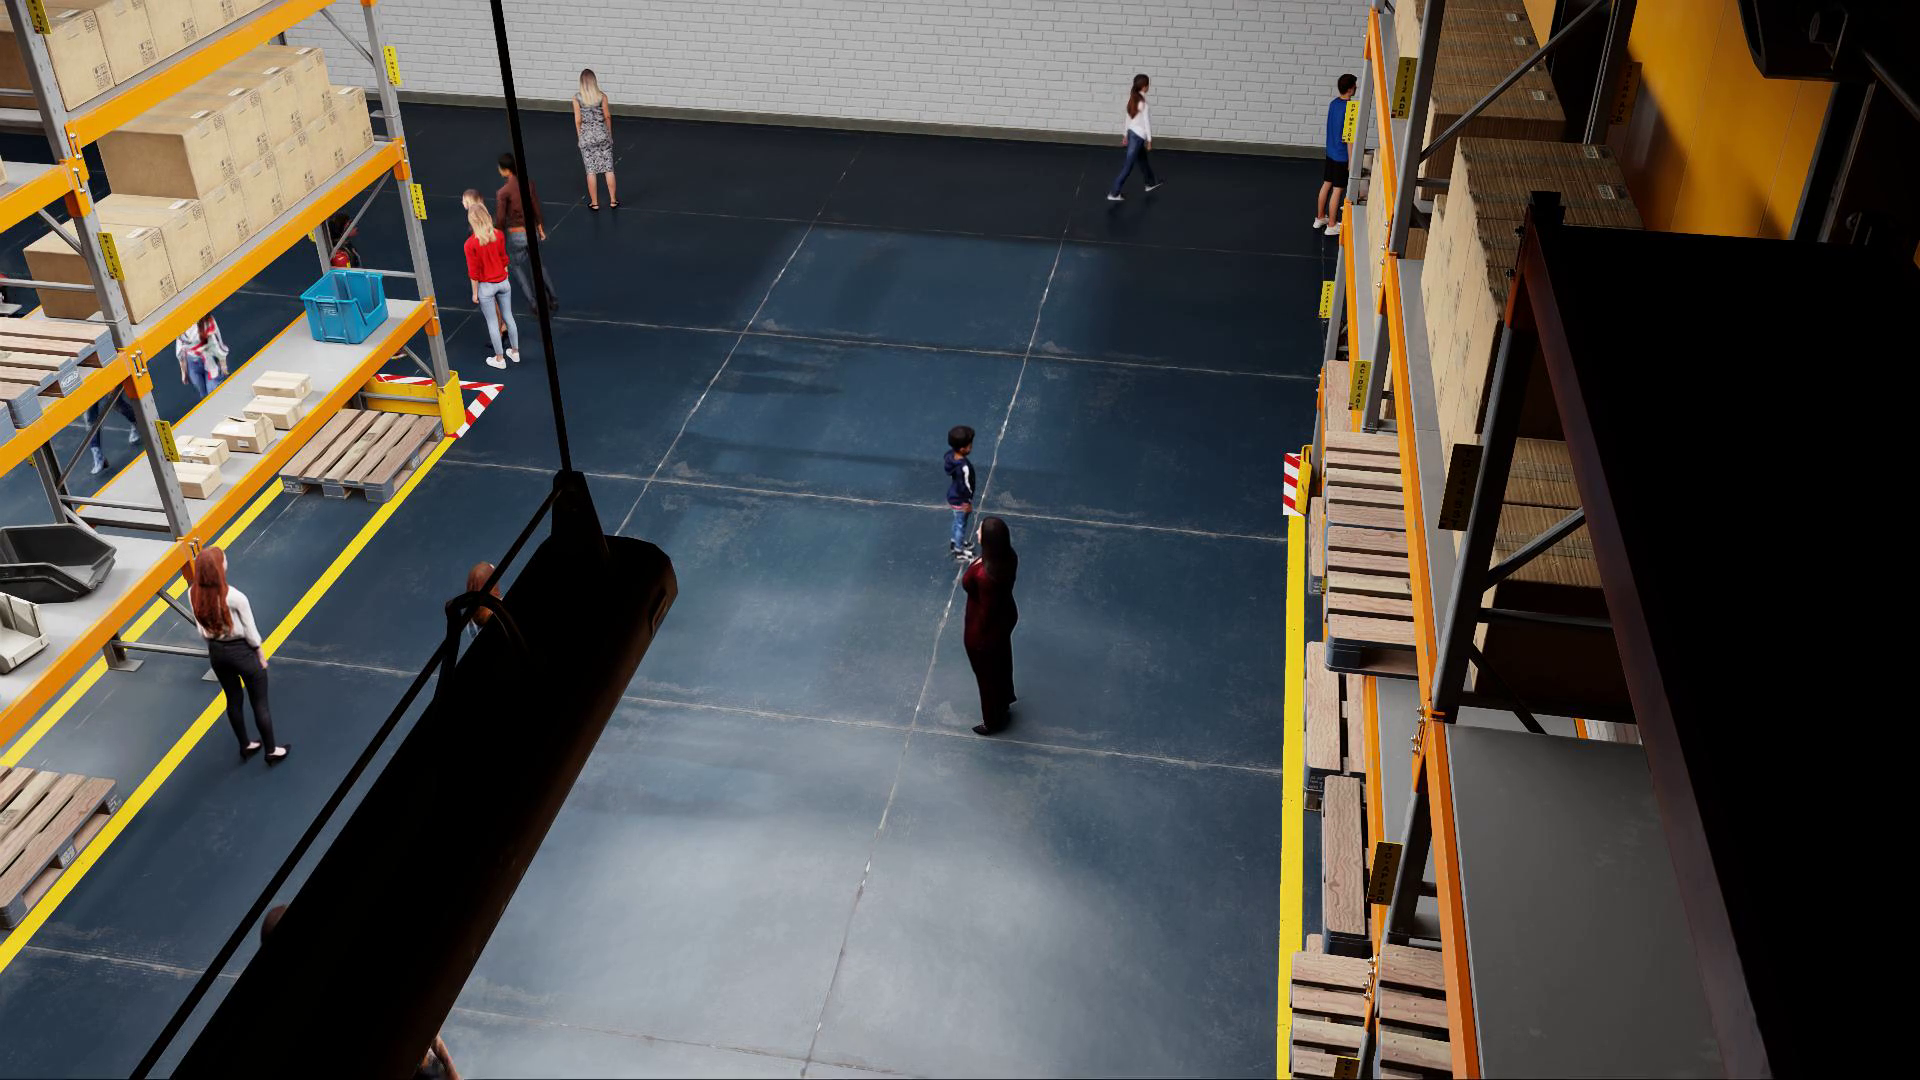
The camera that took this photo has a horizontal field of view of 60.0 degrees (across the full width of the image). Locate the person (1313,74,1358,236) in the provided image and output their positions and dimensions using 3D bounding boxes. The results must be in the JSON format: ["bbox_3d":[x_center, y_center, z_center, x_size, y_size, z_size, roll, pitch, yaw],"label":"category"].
[{"bbox_3d":[4.374,-4.471,19.220,0.798,1.866,0.693,-13,36,-18],"label":"person"}]

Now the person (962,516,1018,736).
[{"bbox_3d":[0.230,0.588,11.707,0.741,1.757,0.558,9,35,13],"label":"person"}]

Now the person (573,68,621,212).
[{"bbox_3d":[-4.346,-4.761,19.802,0.637,1.704,0.623,-9,35,-13],"label":"person"}]

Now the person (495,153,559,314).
[{"bbox_3d":[-4.534,-3.132,17.307,0.729,1.753,0.840,-27,42,-34],"label":"person"}]

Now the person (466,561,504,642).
[{"bbox_3d":[-3.238,0.779,11.673,0.597,1.477,0.541,11,35,15],"label":"person"}]

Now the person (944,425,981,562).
[{"bbox_3d":[-0.001,-0.388,13.658,0.641,1.223,0.534,-5,34,-8],"label":"person"}]

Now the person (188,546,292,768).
[{"bbox_3d":[-4.956,0.808,11.375,0.584,1.758,0.486,6,34,9],"label":"person"}]

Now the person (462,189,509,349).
[{"bbox_3d":[-4.779,-2.743,16.794,0.619,1.674,0.447,2,34,3],"label":"person"}]

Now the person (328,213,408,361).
[{"bbox_3d":[-6.060,-2.410,16.315,0.814,1.649,0.921,-4,34,-7],"label":"person"}]

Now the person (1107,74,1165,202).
[{"bbox_3d":[2.064,-4.810,20.049,1.069,1.512,1.059,-19,38,-26],"label":"person"}]

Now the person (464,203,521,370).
[{"bbox_3d":[-4.615,-2.506,16.409,0.747,1.705,0.627,26,42,34],"label":"person"}]
